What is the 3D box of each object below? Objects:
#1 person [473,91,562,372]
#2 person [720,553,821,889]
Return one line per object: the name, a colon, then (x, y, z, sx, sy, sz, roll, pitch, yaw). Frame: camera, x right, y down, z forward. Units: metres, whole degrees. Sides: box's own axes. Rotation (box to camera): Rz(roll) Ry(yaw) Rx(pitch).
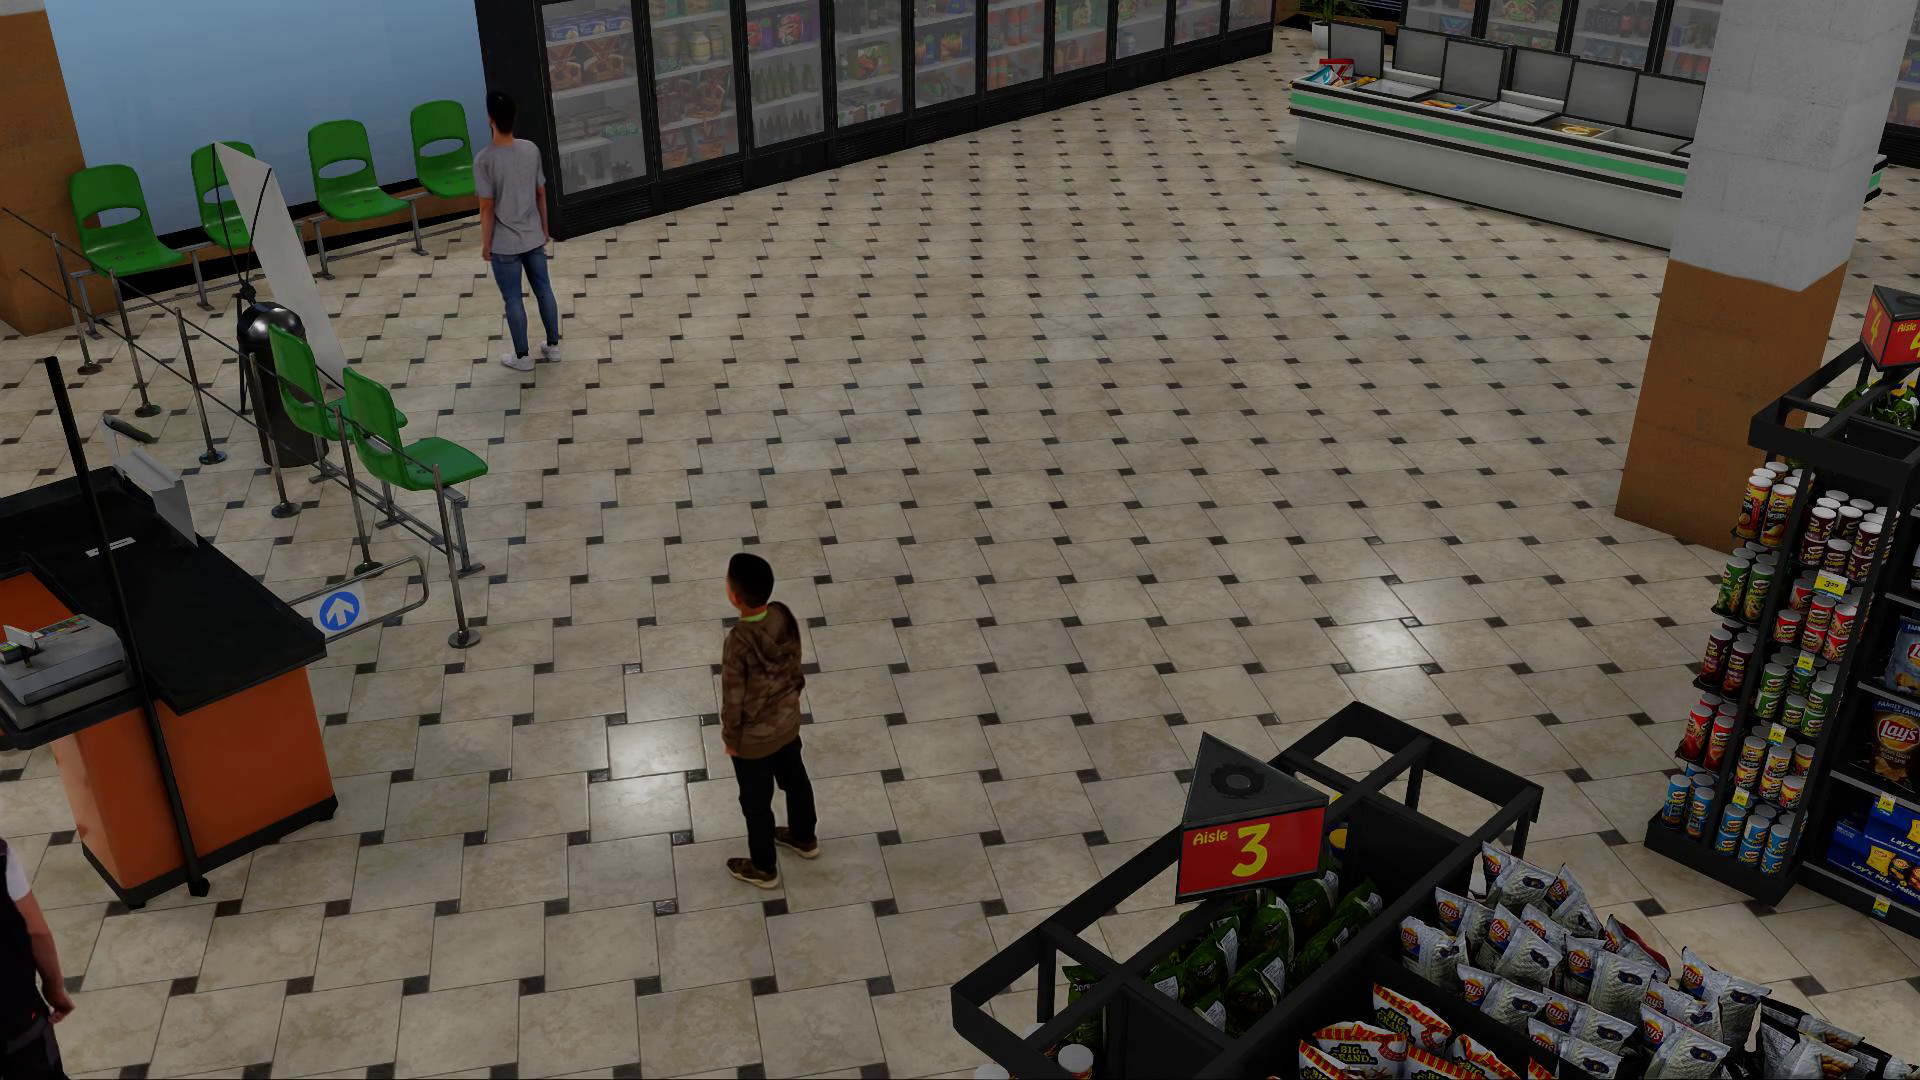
person: (-3.016, -2.088, 11.296, 0.529, 1.888, 0.666, 25, 37, 38)
person: (-0.769, 0.713, 6.620, 0.582, 1.453, 0.593, 20, 35, 32)
